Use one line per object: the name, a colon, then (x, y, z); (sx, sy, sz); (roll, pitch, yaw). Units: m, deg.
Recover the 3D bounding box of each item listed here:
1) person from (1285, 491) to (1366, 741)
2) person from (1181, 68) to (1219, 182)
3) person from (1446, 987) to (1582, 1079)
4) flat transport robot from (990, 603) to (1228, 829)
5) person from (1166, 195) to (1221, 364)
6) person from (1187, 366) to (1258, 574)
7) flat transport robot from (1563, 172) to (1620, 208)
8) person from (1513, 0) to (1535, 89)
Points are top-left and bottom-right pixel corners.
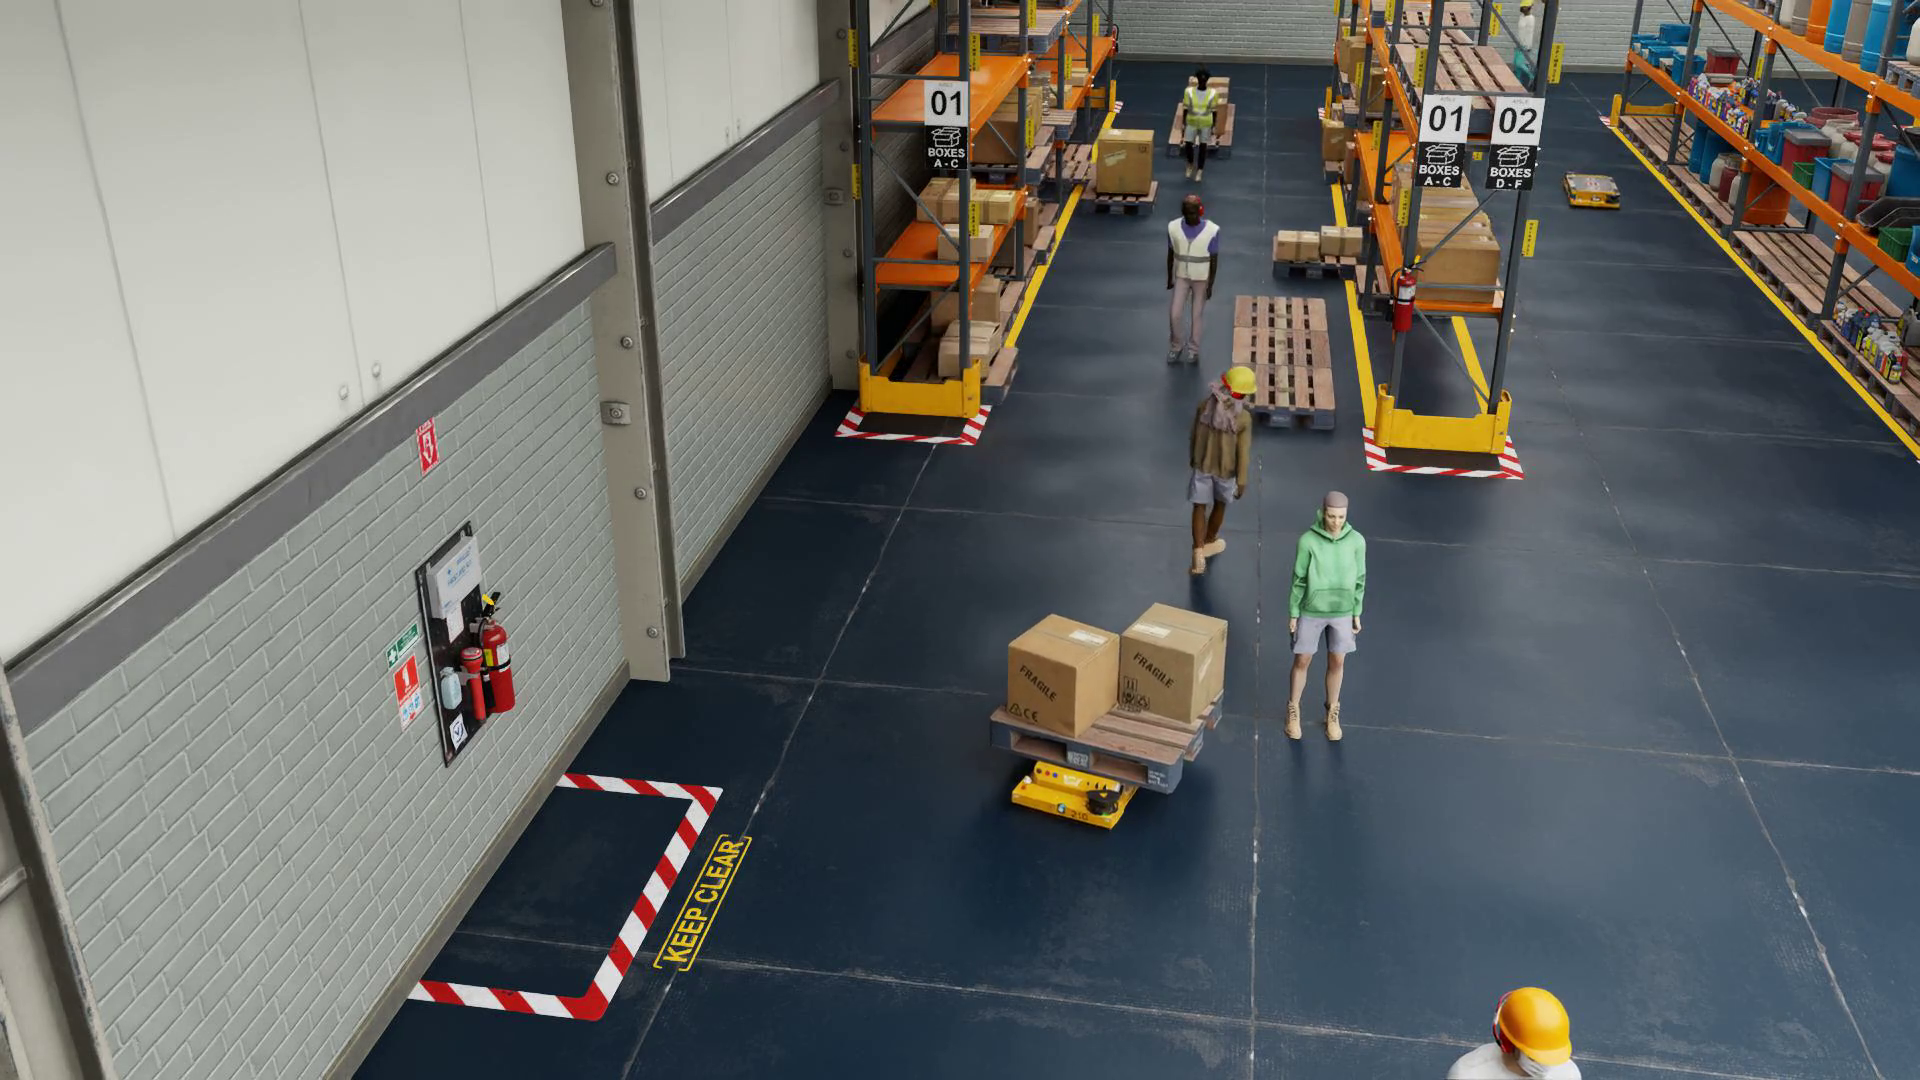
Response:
person: (2.320, 0.476, 10.610); (0.464, 1.733, 0.323); (0, 25, 1)
person: (3.599, -6.230, 25.003); (0.550, 1.684, 0.376); (4, 25, 9)
person: (2.014, 2.437, 6.235); (0.574, 1.889, 0.387); (-1, 25, -2)
flat transport robot: (0.915, 1.317, 10.539); (0.659, 0.231, 1.431); (12, 27, 23)
person: (2.399, -2.689, 17.296); (0.564, 1.813, 0.579); (9, 27, 19)
person: (1.987, -0.554, 12.849); (0.528, 1.698, 0.747); (10, 27, 20)
flat transport robot: (9.216, -5.105, 24.284); (0.659, 0.231, 1.431); (6, 26, 13)
person: (10.838, -9.512, 31.951); (0.438, 1.755, 0.538); (-5, 25, -10)
